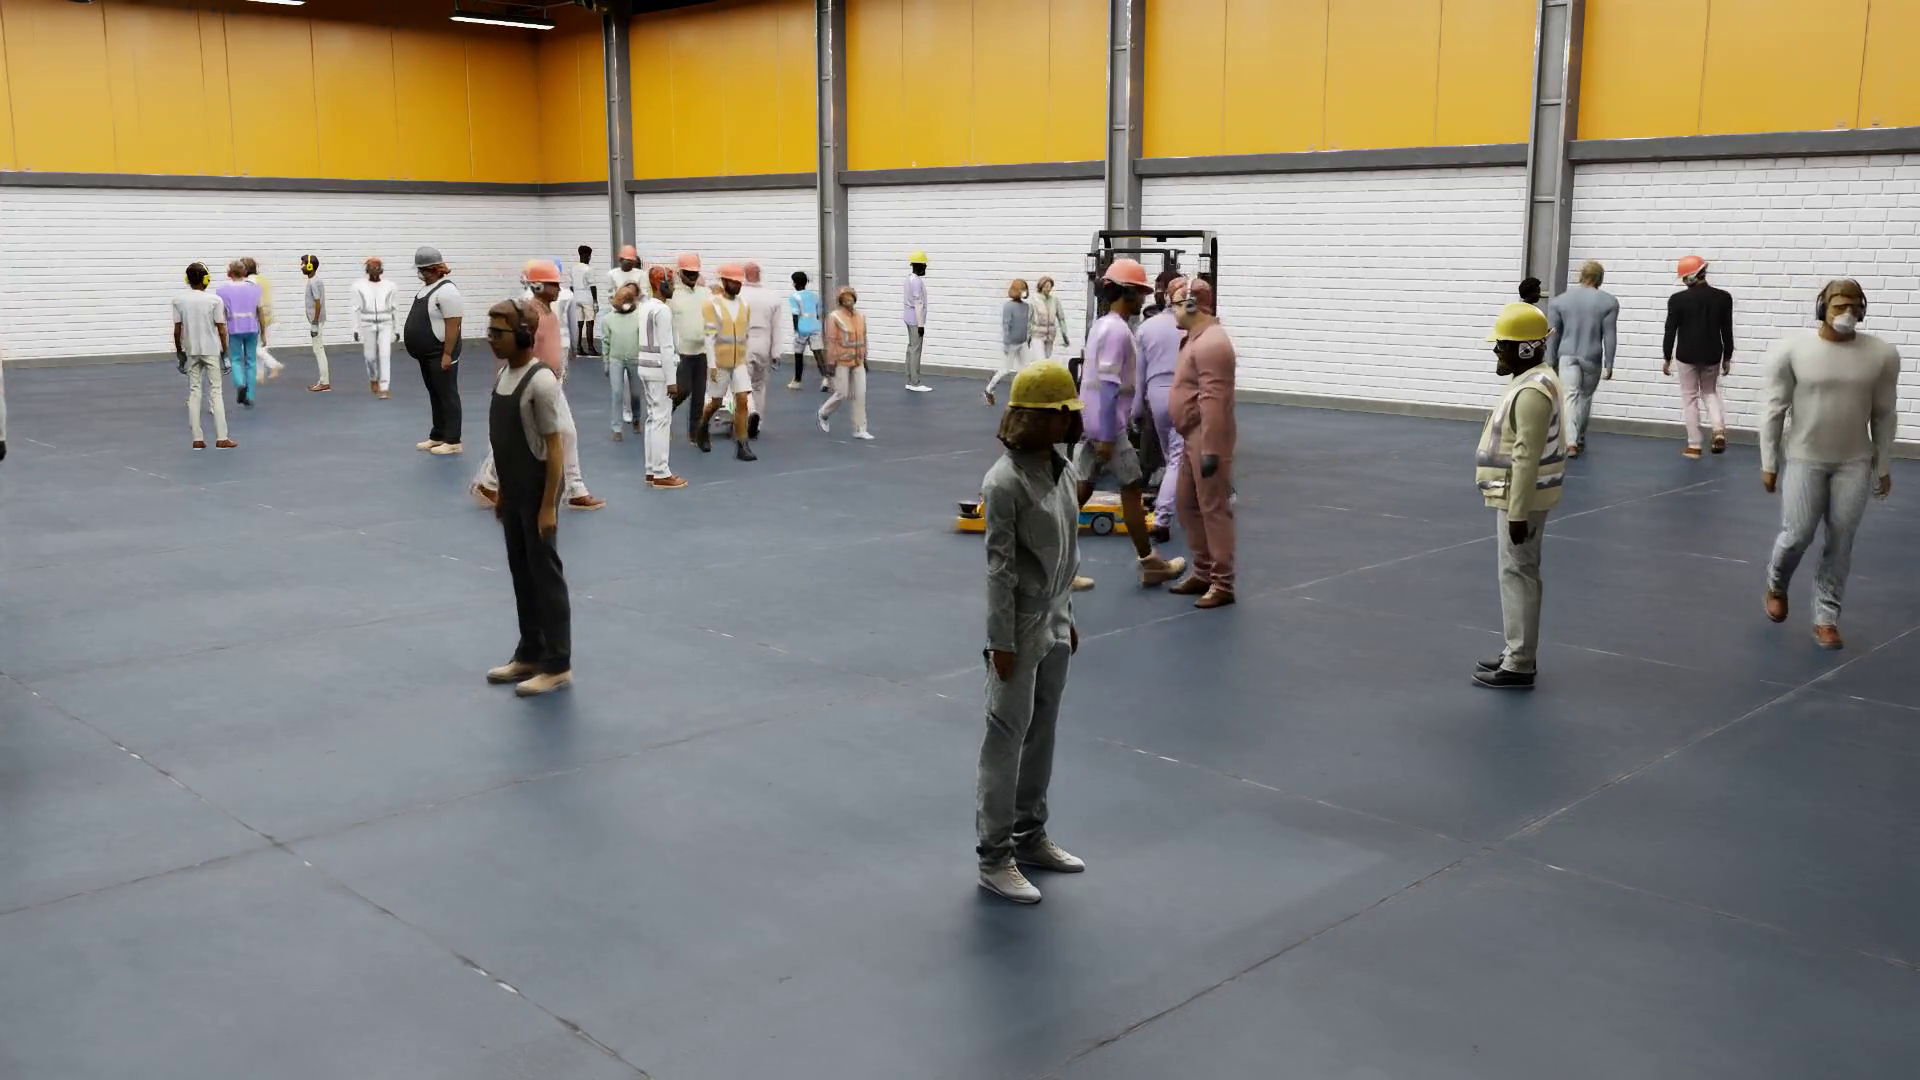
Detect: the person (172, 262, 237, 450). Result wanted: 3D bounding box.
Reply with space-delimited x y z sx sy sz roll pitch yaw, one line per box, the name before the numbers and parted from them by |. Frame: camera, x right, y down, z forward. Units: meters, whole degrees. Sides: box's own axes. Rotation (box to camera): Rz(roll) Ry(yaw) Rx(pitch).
person | -7.548 -1.829 16.585 0.521 1.870 0.319 -1 10 -3

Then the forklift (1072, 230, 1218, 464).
forklift | 1.804 -1.825 15.677 1.214 2.155 2.313 2 11 13

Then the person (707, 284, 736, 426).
person | -2.706 -2.079 18.704 0.504 1.581 0.812 -9 14 -41

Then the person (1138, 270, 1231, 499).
person | 1.676 -1.161 12.960 1.005 1.872 0.602 -3 11 -14

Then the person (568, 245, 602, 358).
person | -6.548 -4.163 29.069 0.604 1.959 0.379 7 12 32

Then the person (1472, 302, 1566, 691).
person | 2.633 -0.202 7.852 0.403 1.824 0.598 4 11 21

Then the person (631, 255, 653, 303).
person | -5.074 -3.556 26.106 0.447 1.827 0.662 5 12 25

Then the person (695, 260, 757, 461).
person | -2.257 -1.724 15.927 0.538 1.906 0.856 -8 13 -36

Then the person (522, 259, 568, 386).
person | -5.594 -2.835 22.223 0.621 1.811 0.605 1 10 5

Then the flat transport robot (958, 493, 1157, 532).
flat transport robot | 0.723 -0.216 12.153 1.431 0.197 0.652 1 10 5

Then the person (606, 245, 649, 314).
person | -4.899 -3.331 24.461 0.649 1.975 1.075 -2 11 -9

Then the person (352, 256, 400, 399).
person | -7.682 -2.803 21.919 0.581 1.858 0.784 -3 11 -18

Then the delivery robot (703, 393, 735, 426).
delivery robot | -2.581 -1.429 17.735 0.477 0.478 0.707 -1 10 -6

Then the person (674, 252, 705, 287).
person | -4.100 -3.405 25.155 0.647 1.886 0.646 7 13 34

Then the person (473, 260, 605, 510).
person | -3.325 -1.190 12.898 0.999 1.956 0.605 3 11 15

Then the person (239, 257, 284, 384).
person | -10.039 -3.130 23.816 0.546 1.822 0.623 0 10 0

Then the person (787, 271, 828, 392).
person | -2.078 -2.848 22.763 0.537 1.643 0.885 -9 14 -42

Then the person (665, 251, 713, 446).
person | -2.786 -1.933 16.884 0.618 1.972 0.583 -9 14 -41

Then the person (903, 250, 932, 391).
person | -0.586 -3.001 22.819 0.366 1.926 0.593 -3 11 -14

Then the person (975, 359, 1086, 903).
person | 0.254 0.285 5.404 0.320 1.742 0.492 6 12 31

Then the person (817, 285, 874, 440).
person | -1.224 -1.861 17.444 0.617 1.616 0.529 10 14 42

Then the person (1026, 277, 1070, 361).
person | 1.110 -2.566 21.333 0.529 1.589 0.848 -6 12 -29

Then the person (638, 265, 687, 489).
person | -2.540 -1.376 14.093 0.355 1.880 0.577 -5 11 -25

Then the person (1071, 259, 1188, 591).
person | 0.934 -0.680 9.997 0.968 1.983 0.633 -2 11 -10

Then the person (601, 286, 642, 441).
person | -3.516 -1.867 17.516 0.513 1.615 0.648 -3 11 -14

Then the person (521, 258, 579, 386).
person | -4.481 -2.130 18.193 0.623 1.884 1.022 -1 10 -6

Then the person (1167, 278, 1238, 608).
person | 1.413 -0.564 9.666 0.422 1.886 0.653 0 10 2

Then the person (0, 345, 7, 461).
person | -6.207 -0.680 10.228 0.632 1.900 0.526 -6 12 -31

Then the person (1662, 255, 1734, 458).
person | 7.061 -1.744 15.916 0.639 1.950 0.453 0 10 3

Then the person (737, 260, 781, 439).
person | -2.188 -2.003 17.522 0.630 1.879 0.823 -4 11 -22

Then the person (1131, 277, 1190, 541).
person | 1.536 -0.930 11.772 0.659 1.847 0.993 7 12 32

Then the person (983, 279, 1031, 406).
person | 0.647 -2.440 20.641 0.762 1.608 0.509 8 13 39

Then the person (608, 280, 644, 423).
person | -3.708 -2.133 18.892 0.545 1.617 0.524 -5 11 -24

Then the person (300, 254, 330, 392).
person | -8.855 -2.970 22.808 0.315 1.869 0.534 -3 11 -18

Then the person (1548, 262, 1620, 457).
person | 6.024 -1.745 16.137 0.646 1.880 1.003 5 11 25

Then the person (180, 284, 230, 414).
person | -8.974 -2.350 19.739 0.540 1.749 0.432 -9 13 -39

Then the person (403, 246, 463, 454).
person | -5.165 -1.862 16.299 0.536 2.000 0.672 -7 13 -35

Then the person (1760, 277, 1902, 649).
person | 4.517 -0.408 8.711 0.634 1.926 0.524 2 11 11

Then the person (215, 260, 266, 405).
person | -8.950 -2.575 20.757 0.565 1.830 0.496 -6 12 -31

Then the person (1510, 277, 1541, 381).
person | 5.950 -1.919 17.566 0.320 1.694 0.532 4 11 22

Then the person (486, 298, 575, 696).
person | -2.022 -0.199 7.766 0.331 1.843 0.515 -8 13 -38
